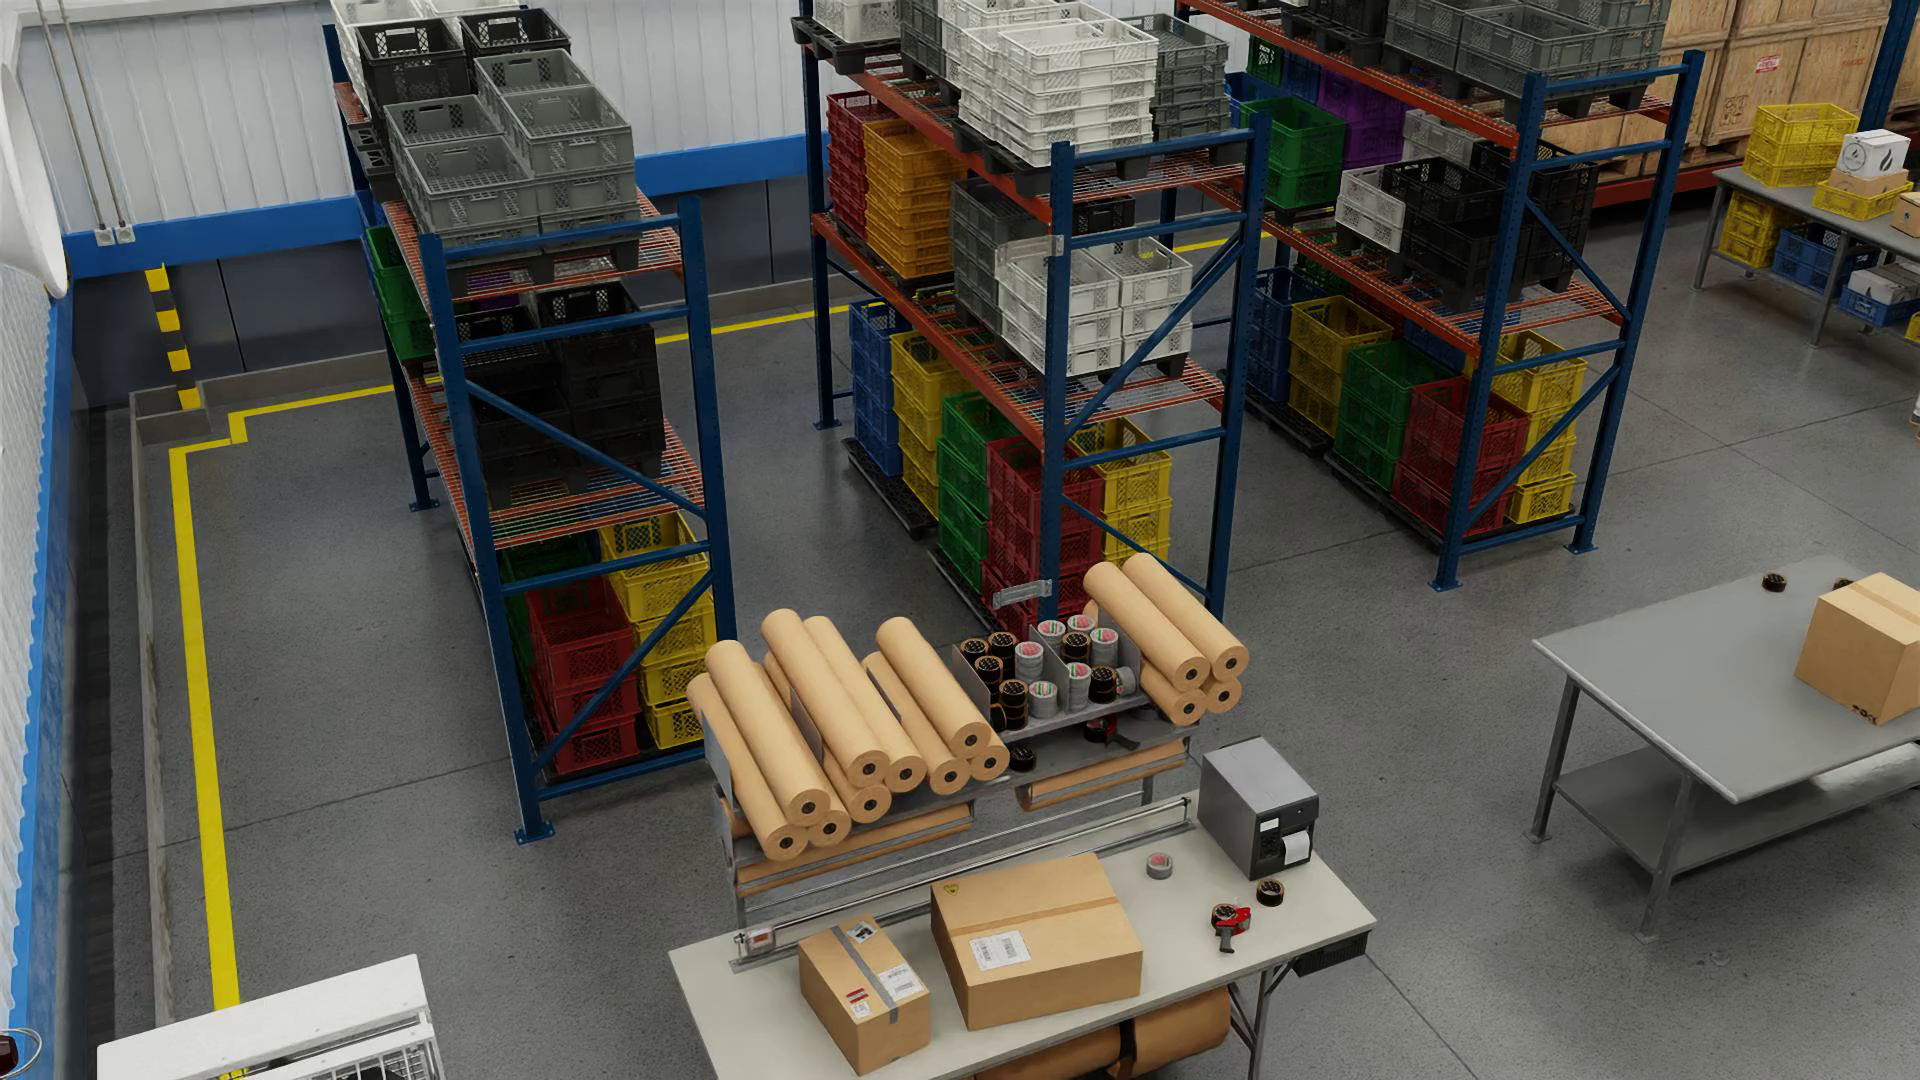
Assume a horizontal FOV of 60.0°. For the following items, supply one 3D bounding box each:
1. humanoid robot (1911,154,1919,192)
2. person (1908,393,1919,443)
[{"bbox_3d":[8.816,-3.774,14.755,0.404,1.647,0.567,-11,33,-18],"label":"humanoid robot"},{"bbox_3d":[6.641,-1.505,10.875,0.345,1.882,0.583,10,33,16],"label":"person"}]
